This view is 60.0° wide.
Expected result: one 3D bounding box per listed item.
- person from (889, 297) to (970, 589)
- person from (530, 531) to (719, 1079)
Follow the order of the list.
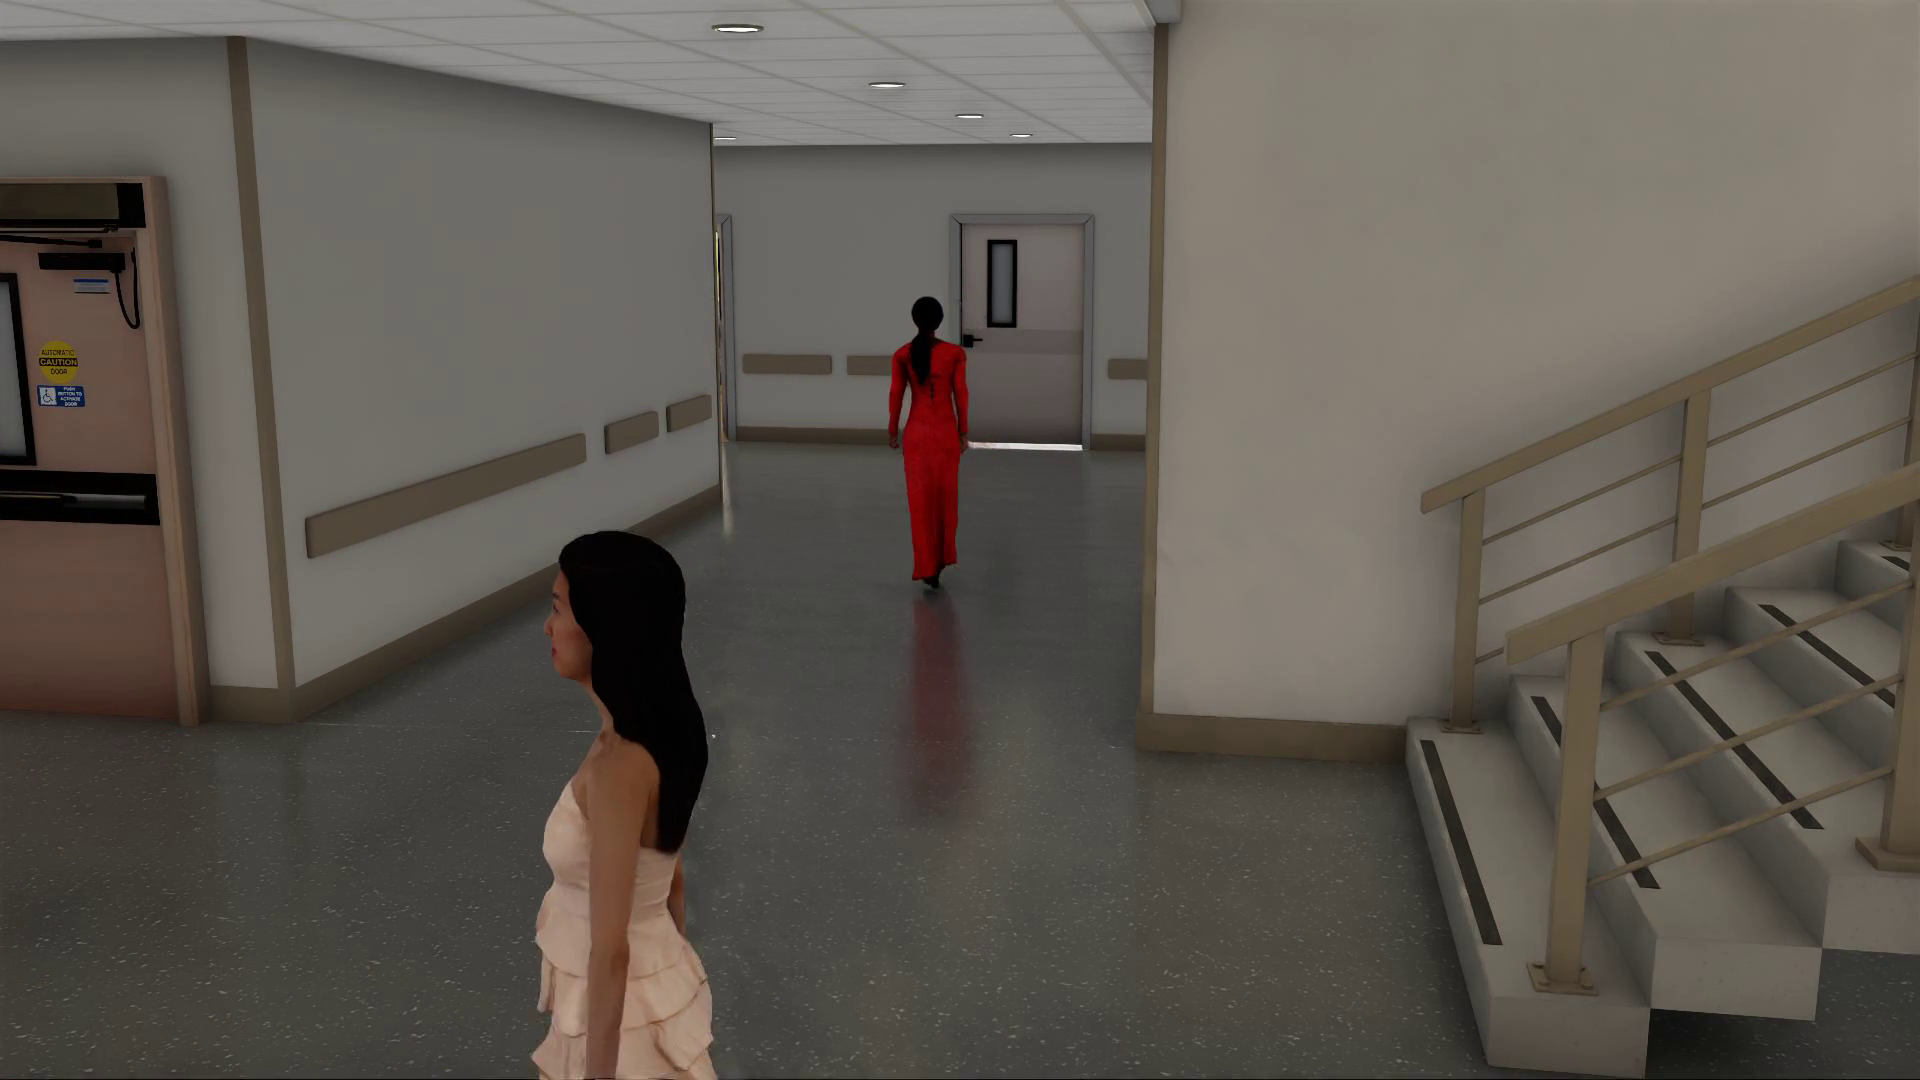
[{"bbox_3d":[-0.174,-0.567,10.117,0.912,1.761,0.858,-2,11,-8],"label":"person"},{"bbox_3d":[-0.444,0.857,2.761,1.089,1.706,0.724,0,11,-3],"label":"person"}]
